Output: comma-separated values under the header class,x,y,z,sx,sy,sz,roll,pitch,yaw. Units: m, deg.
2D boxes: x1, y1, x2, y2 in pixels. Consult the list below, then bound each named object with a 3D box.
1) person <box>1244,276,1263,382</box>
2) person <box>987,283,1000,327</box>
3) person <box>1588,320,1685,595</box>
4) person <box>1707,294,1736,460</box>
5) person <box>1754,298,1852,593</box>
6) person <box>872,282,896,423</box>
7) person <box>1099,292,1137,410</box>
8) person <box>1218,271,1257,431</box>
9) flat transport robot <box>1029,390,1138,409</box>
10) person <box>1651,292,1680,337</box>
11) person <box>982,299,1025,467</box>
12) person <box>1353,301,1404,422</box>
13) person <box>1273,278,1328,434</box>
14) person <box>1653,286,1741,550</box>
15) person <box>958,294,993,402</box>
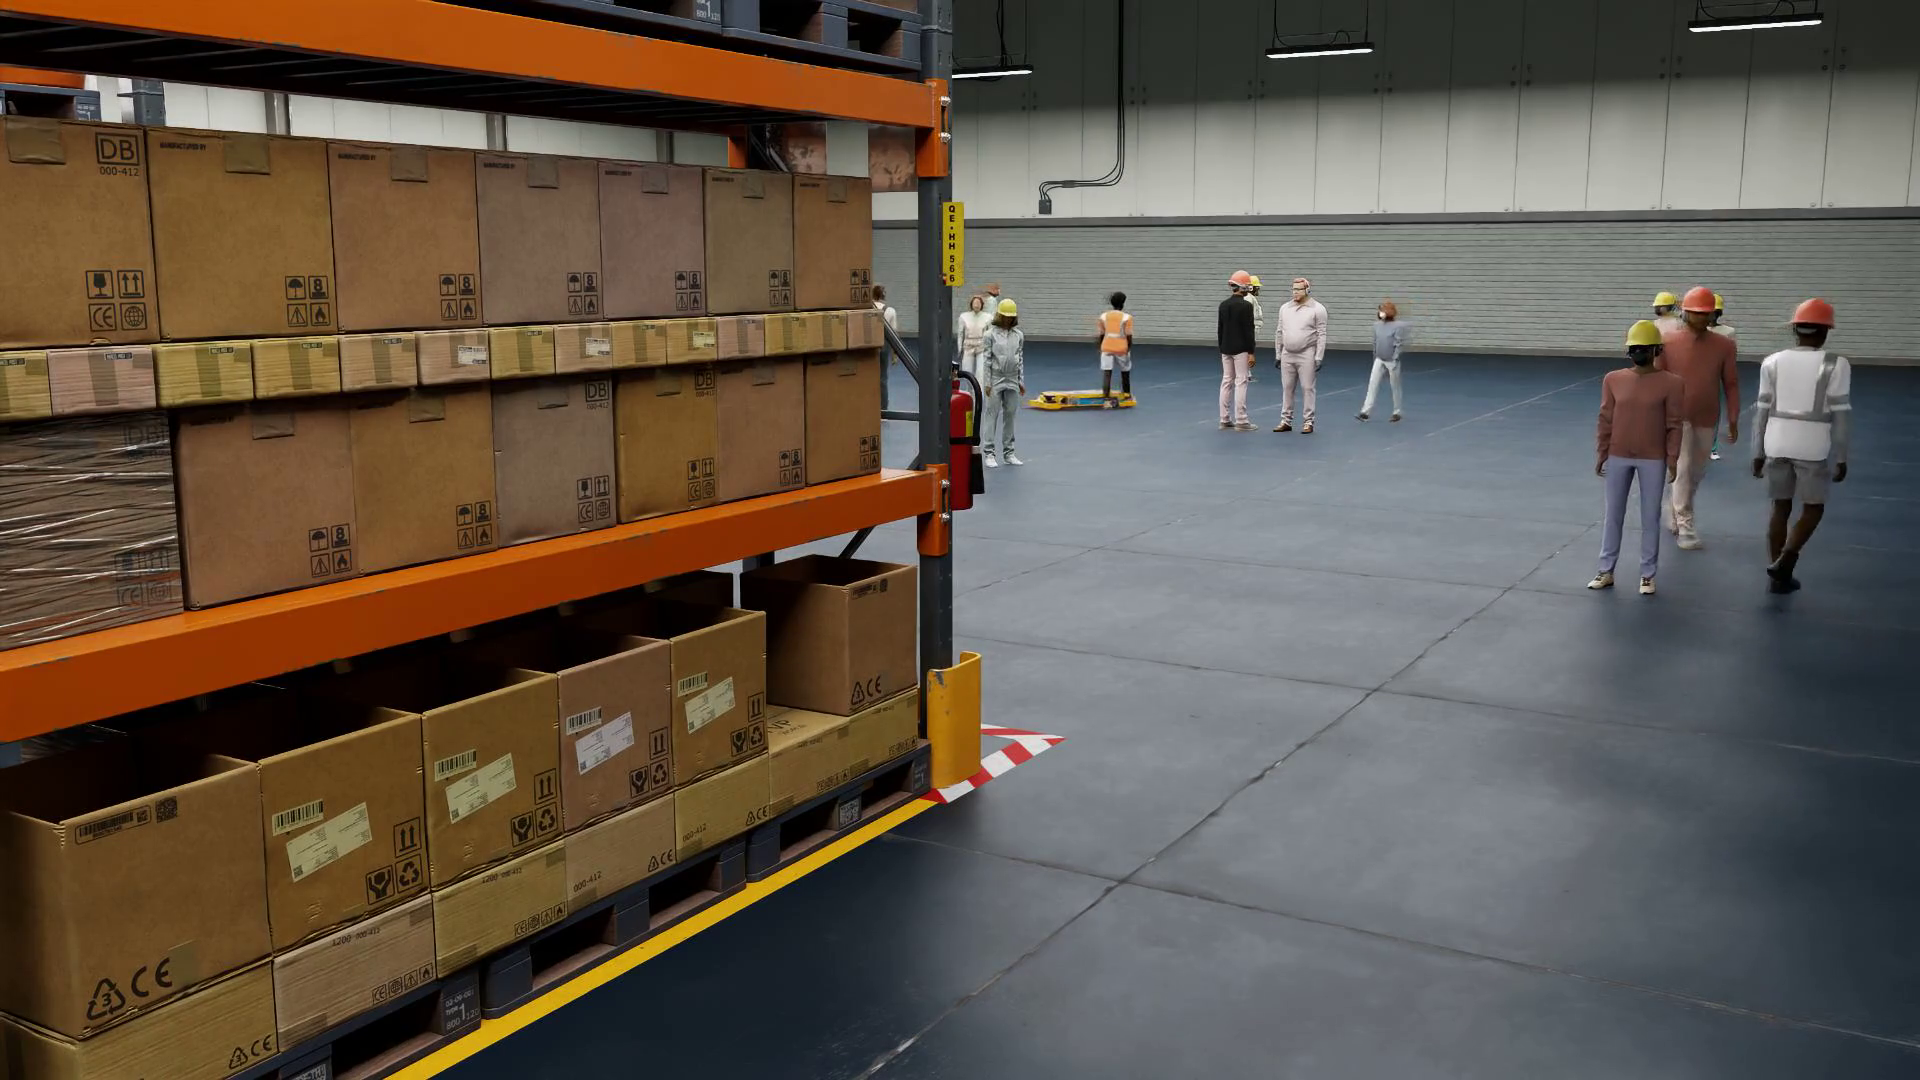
class,x,y,z,sx,sy,sz,roll,pitch,yaw
person,5.053,-3.661,28.884,0.404,1.830,0.601,1,10,8
person,0.663,-4.404,33.816,0.464,1.619,0.524,1,10,4
person,4.375,-0.531,10.750,0.524,1.769,0.326,7,12,36
person,8.007,-1.742,17.837,0.523,1.772,0.303,2,10,13
person,5.330,-0.575,10.586,0.601,1.917,0.579,-9,13,-42
person,-1.105,-2.437,21.706,0.549,1.839,0.378,-1,10,-8
person,2.248,-2.689,23.678,0.549,1.648,0.853,5,11,26
person,3.472,-2.357,20.781,0.383,1.993,0.612,-6,12,-32
flat transport robot,1.771,-2.025,23.872,1.431,0.197,0.652,-4,10,-20
person,8.670,-2.166,20.391,0.616,1.747,0.527,-1,10,-5
person,0.466,-1.622,17.230,0.484,1.735,0.309,-6,11,-30
person,5.513,-2.310,21.678,0.830,1.594,0.504,-9,13,-41
person,4.168,-2.265,20.490,0.652,1.906,0.409,7,12,36
person,5.565,-0.950,12.668,0.651,1.957,0.939,1,10,8
person,0.233,-2.713,23.908,0.530,1.626,0.437,1,10,4
